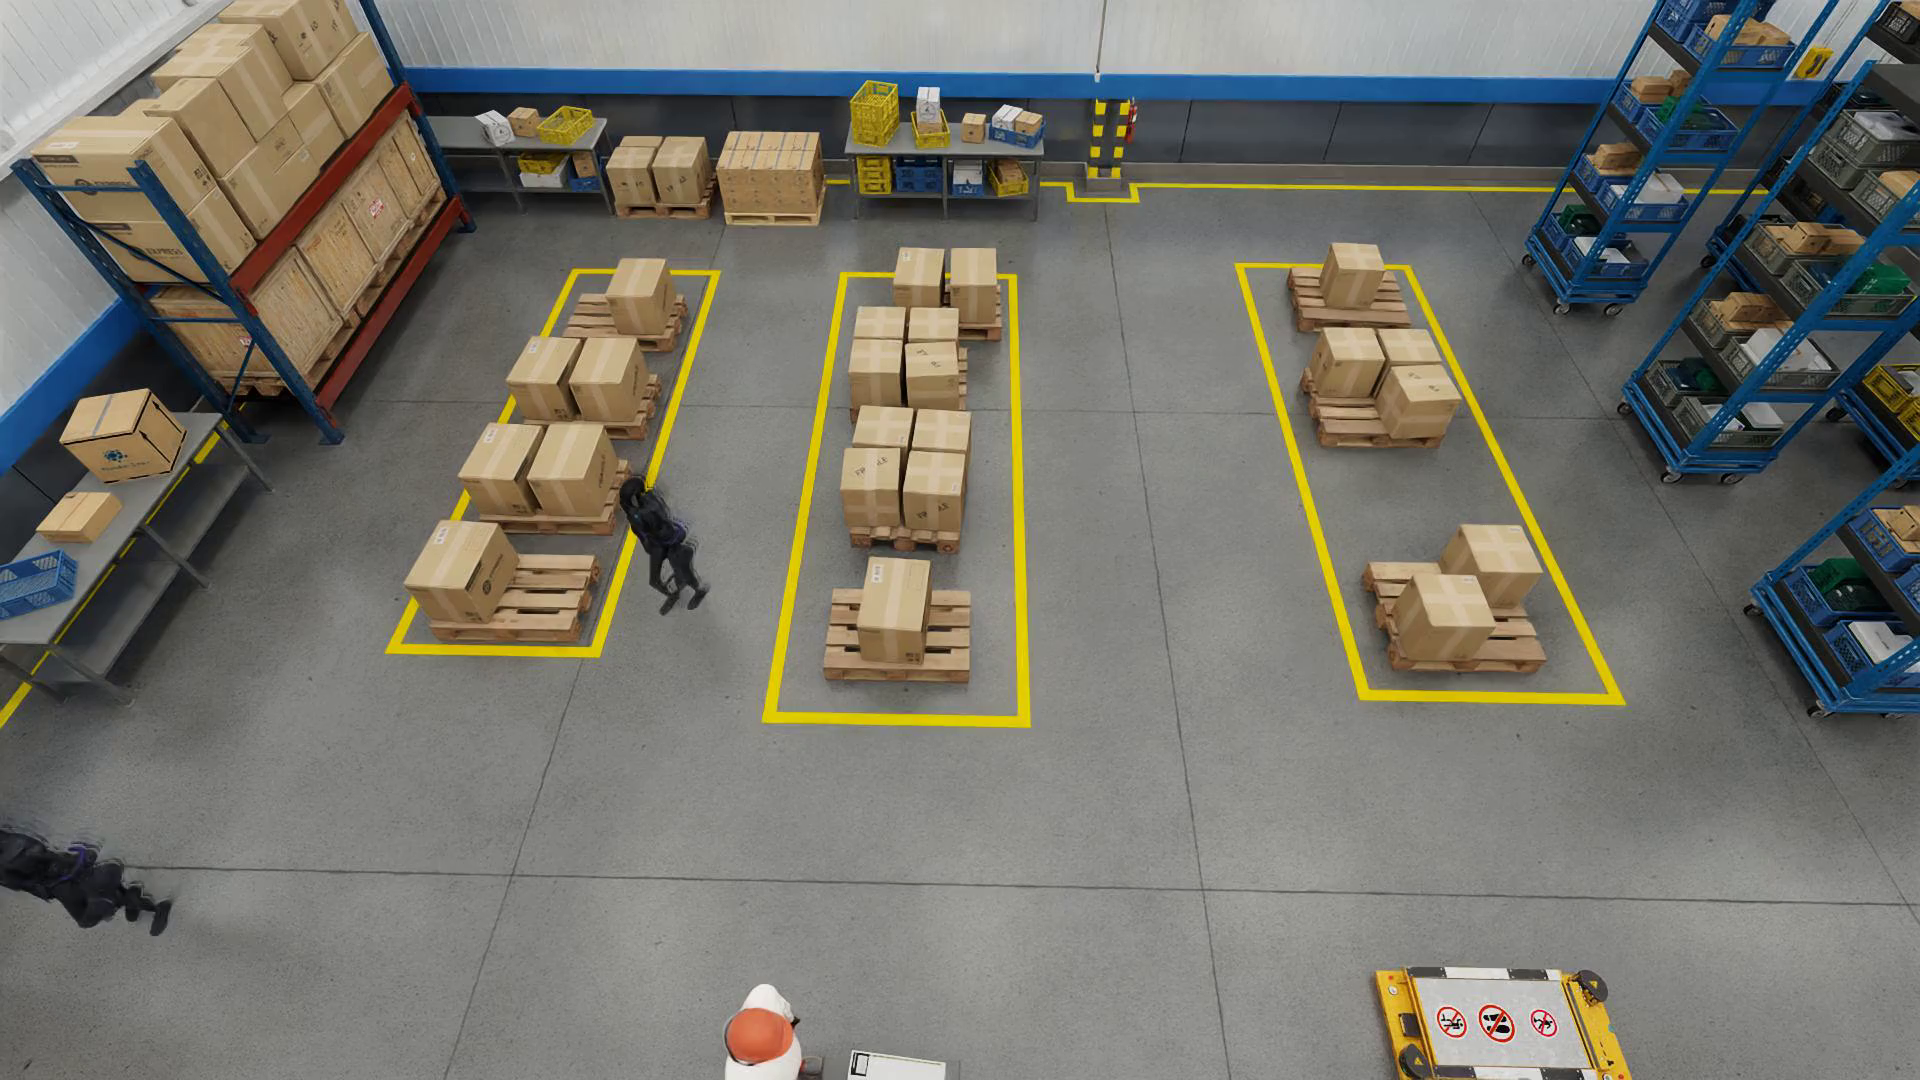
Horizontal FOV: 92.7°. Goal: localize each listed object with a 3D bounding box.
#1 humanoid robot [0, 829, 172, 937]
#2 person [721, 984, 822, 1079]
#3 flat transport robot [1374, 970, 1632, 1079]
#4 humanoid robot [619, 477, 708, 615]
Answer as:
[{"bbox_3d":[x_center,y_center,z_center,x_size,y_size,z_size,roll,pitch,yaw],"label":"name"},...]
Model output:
[{"bbox_3d":[-5.649,2.223,5.771,0.554,1.645,0.479,-8,51,-6],"label":"humanoid robot"},{"bbox_3d":[-1.000,2.893,5.024,0.405,1.986,0.614,3,51,3],"label":"person"},{"bbox_3d":[3.501,3.133,5.914,1.431,0.197,0.652,1,51,1],"label":"flat transport robot"},{"bbox_3d":[-2.440,0.093,7.505,0.607,1.642,0.566,17,53,14],"label":"humanoid robot"}]
